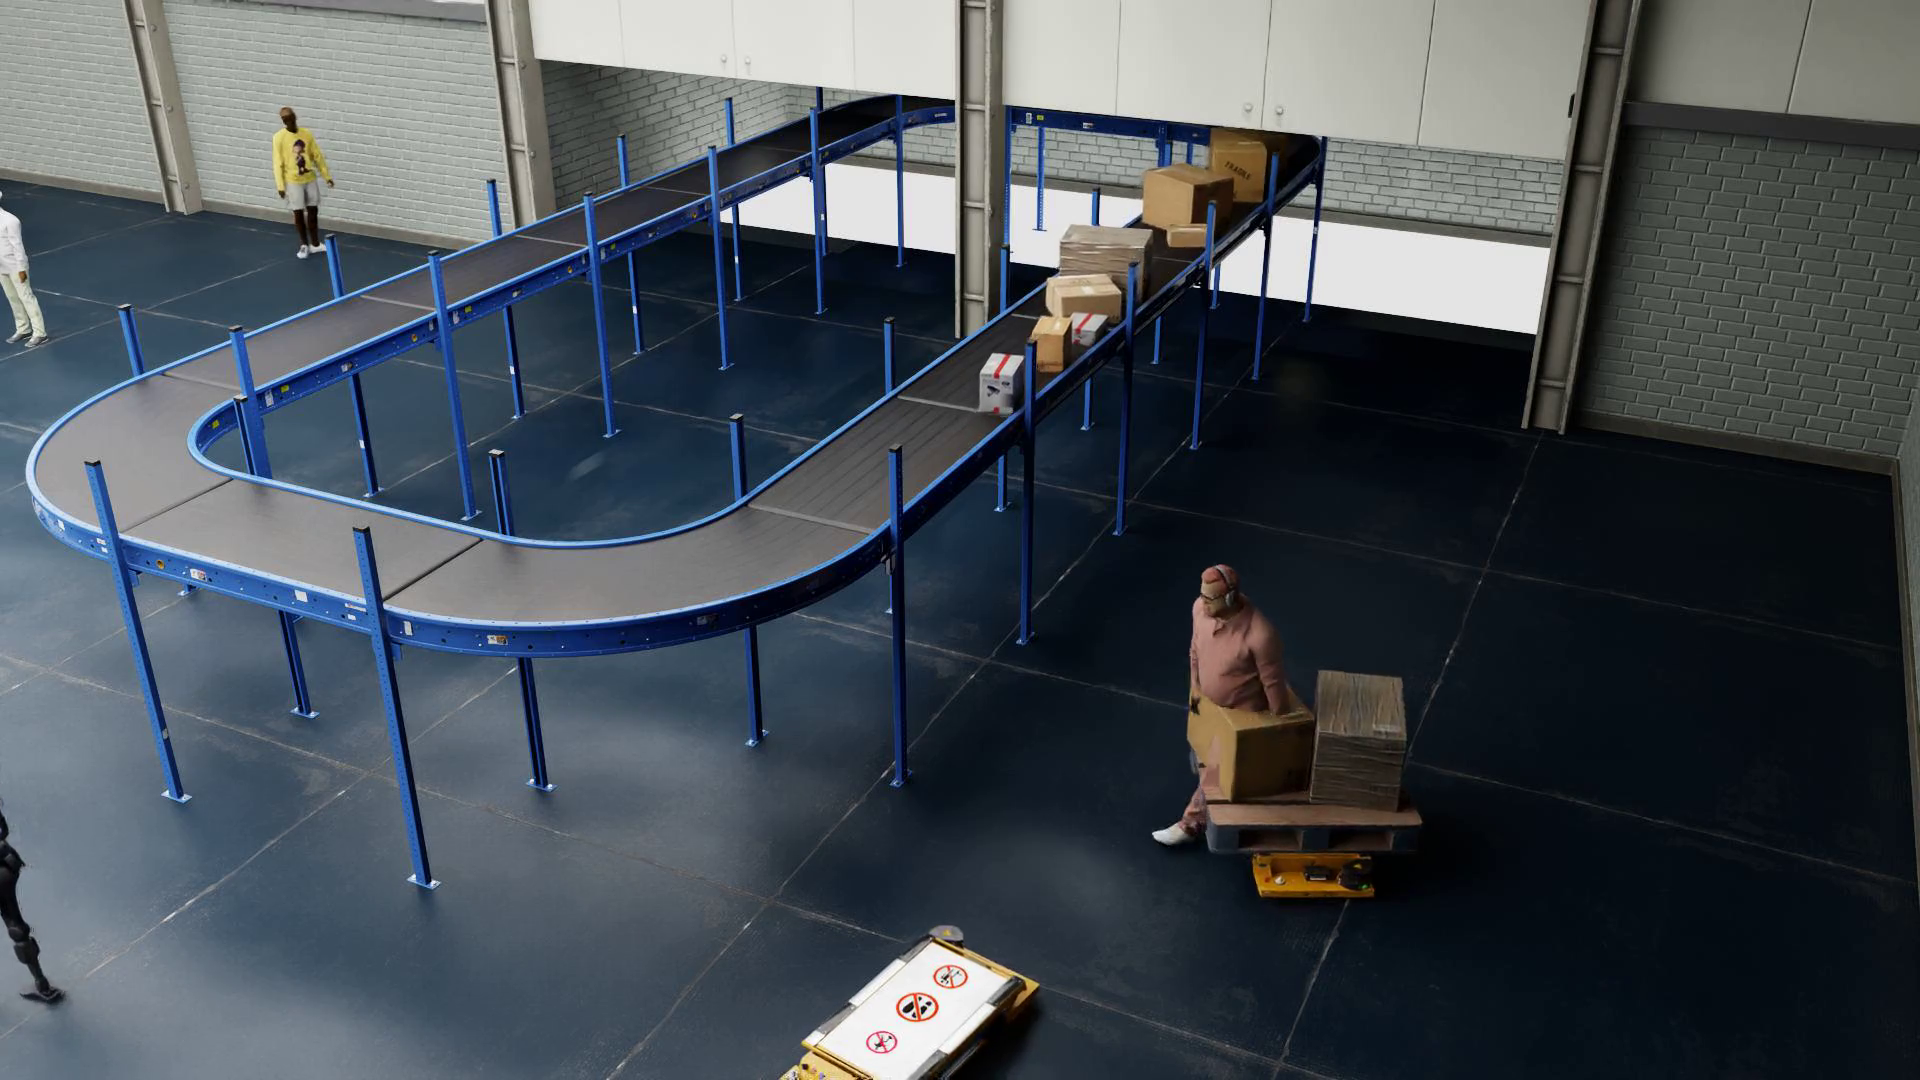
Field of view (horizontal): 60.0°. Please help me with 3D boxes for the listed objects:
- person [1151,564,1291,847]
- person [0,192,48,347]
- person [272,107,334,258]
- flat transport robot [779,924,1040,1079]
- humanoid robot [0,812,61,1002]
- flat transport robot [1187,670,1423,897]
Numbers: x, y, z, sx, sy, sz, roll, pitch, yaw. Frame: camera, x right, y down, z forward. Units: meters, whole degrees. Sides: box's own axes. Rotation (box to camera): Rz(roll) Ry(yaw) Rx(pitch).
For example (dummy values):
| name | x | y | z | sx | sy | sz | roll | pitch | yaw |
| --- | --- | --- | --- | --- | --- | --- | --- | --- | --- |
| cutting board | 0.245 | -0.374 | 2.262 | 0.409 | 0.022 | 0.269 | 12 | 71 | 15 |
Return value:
| name | x | y | z | sx | sy | sz | roll | pitch | yaw |
| --- | --- | --- | --- | --- | --- | --- | --- | --- | --- |
| person | 1.631 | 0.946 | 9.829 | 1.037 | 1.829 | 0.648 | -13 | 29 | -25 |
| person | -10.151 | -2.928 | 17.716 | 0.562 | 1.745 | 0.346 | 13 | 29 | 25 |
| person | -8.133 | -4.444 | 20.627 | 0.683 | 1.880 | 0.377 | -24 | 35 | -39 |
| flat transport robot | -0.259 | 2.503 | 8.432 | 0.659 | 0.231 | 1.431 | 18 | 32 | 32 |
| humanoid robot | -5.119 | 1.682 | 8.522 | 0.714 | 1.633 | 0.591 | 8 | 28 | 17 |
| flat transport robot | 2.031 | 1.666 | 10.119 | 0.659 | 0.231 | 1.431 | 0 | 26 | 0 |
